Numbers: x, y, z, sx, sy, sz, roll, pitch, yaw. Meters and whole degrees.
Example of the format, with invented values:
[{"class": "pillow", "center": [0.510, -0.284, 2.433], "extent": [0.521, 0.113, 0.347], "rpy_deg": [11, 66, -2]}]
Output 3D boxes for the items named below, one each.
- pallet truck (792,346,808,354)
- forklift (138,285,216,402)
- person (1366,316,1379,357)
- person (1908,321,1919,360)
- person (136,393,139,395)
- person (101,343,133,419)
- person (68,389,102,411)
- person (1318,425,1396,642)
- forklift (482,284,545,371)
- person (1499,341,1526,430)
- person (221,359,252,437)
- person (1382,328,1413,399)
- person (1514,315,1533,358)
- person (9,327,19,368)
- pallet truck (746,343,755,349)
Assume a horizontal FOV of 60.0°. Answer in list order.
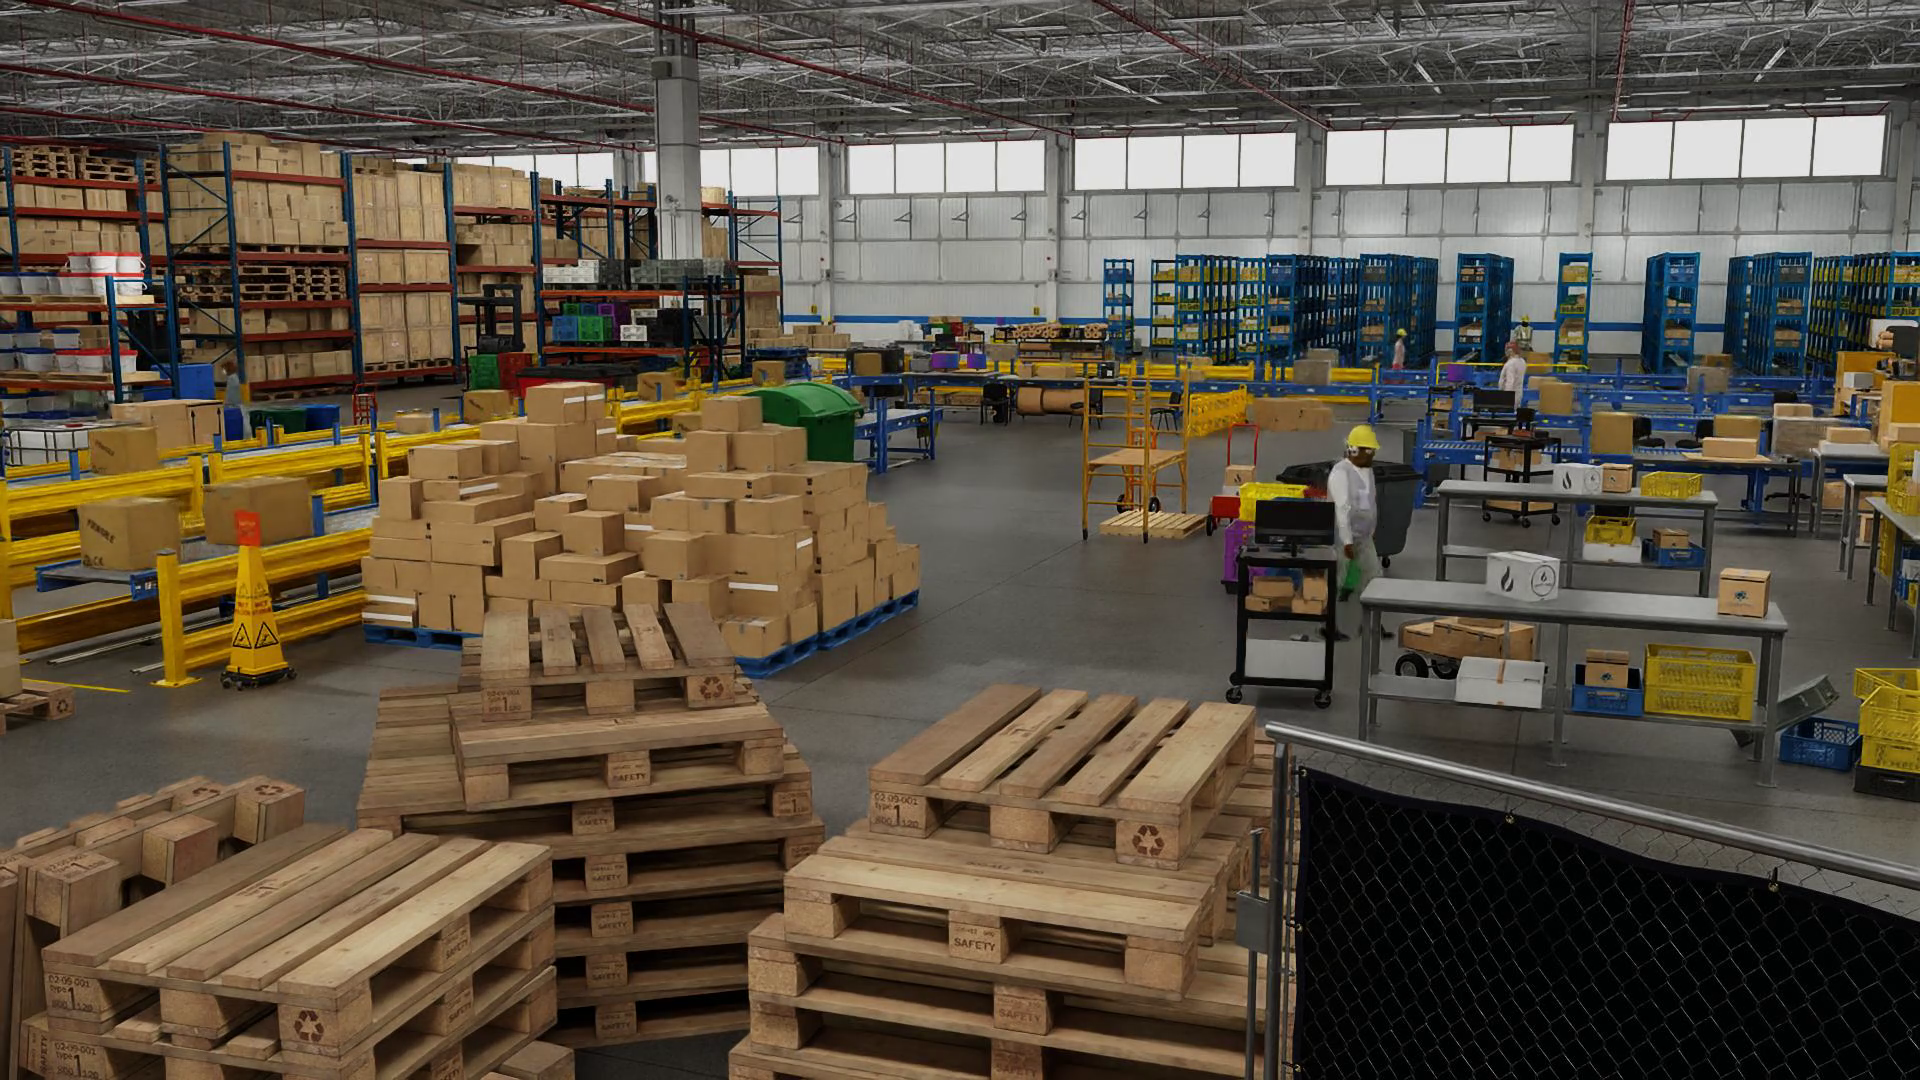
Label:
[{"class": "pallet truck", "center": [-3.705, -4.298, 42.022], "extent": [0.653, 1.274, 1.630], "rpy_deg": [3, 10, 20]}, {"class": "forklift", "center": [-17.480, -4.200, 36.461], "extent": [1.873, 2.768, 1.129], "rpy_deg": [3, 10, 19]}, {"class": "person", "center": [12.607, -6.031, 50.730], "extent": [0.611, 1.995, 0.375], "rpy_deg": [-9, 12, -43]}, {"class": "person", "center": [26.267, -5.197, 45.994], "extent": [0.464, 1.835, 0.560], "rpy_deg": [4, 10, 23]}, {"class": "person", "center": [-20.346, -4.449, 41.551], "extent": [0.531, 1.749, 0.648], "rpy_deg": [3, 9, 16]}, {"class": "person", "center": [-14.313, -2.416, 28.272], "extent": [0.399, 1.925, 0.542], "rpy_deg": [4, 10, 26]}, {"class": "person", "center": [-15.290, -2.396, 29.089], "extent": [0.500, 1.618, 0.500], "rpy_deg": [2, 9, 14]}, {"class": "person", "center": [3.286, -0.029, 13.646], "extent": [0.722, 1.806, 0.616], "rpy_deg": [9, 12, 43]}, {"class": "forklift", "center": [-10.832, -4.702, 39.610], "extent": [1.129, 2.768, 1.873], "rpy_deg": [3, 10, 20]}, {"class": "person", "center": [9.479, -2.467, 28.646], "extent": [0.408, 1.903, 0.638], "rpy_deg": [6, 11, 34]}, {"class": "person", "center": [-12.512, -2.333, 28.755], "extent": [0.810, 1.595, 0.498], "rpy_deg": [-5, 10, -27]}, {"class": "person", "center": [10.681, -4.310, 40.710], "extent": [0.770, 1.741, 0.524], "rpy_deg": [4, 10, 25]}, {"class": "person", "center": [16.958, -5.838, 50.019], "extent": [0.591, 1.834, 0.404], "rpy_deg": [-2, 9, -10]}, {"class": "person", "center": [-25.491, -4.904, 44.706], "extent": [0.538, 1.665, 0.829], "rpy_deg": [3, 9, 16]}, {"class": "pallet truck", "center": [-6.183, -4.618, 44.264], "extent": [1.601, 1.201, 0.680], "rpy_deg": [-9, 12, -43]}]
